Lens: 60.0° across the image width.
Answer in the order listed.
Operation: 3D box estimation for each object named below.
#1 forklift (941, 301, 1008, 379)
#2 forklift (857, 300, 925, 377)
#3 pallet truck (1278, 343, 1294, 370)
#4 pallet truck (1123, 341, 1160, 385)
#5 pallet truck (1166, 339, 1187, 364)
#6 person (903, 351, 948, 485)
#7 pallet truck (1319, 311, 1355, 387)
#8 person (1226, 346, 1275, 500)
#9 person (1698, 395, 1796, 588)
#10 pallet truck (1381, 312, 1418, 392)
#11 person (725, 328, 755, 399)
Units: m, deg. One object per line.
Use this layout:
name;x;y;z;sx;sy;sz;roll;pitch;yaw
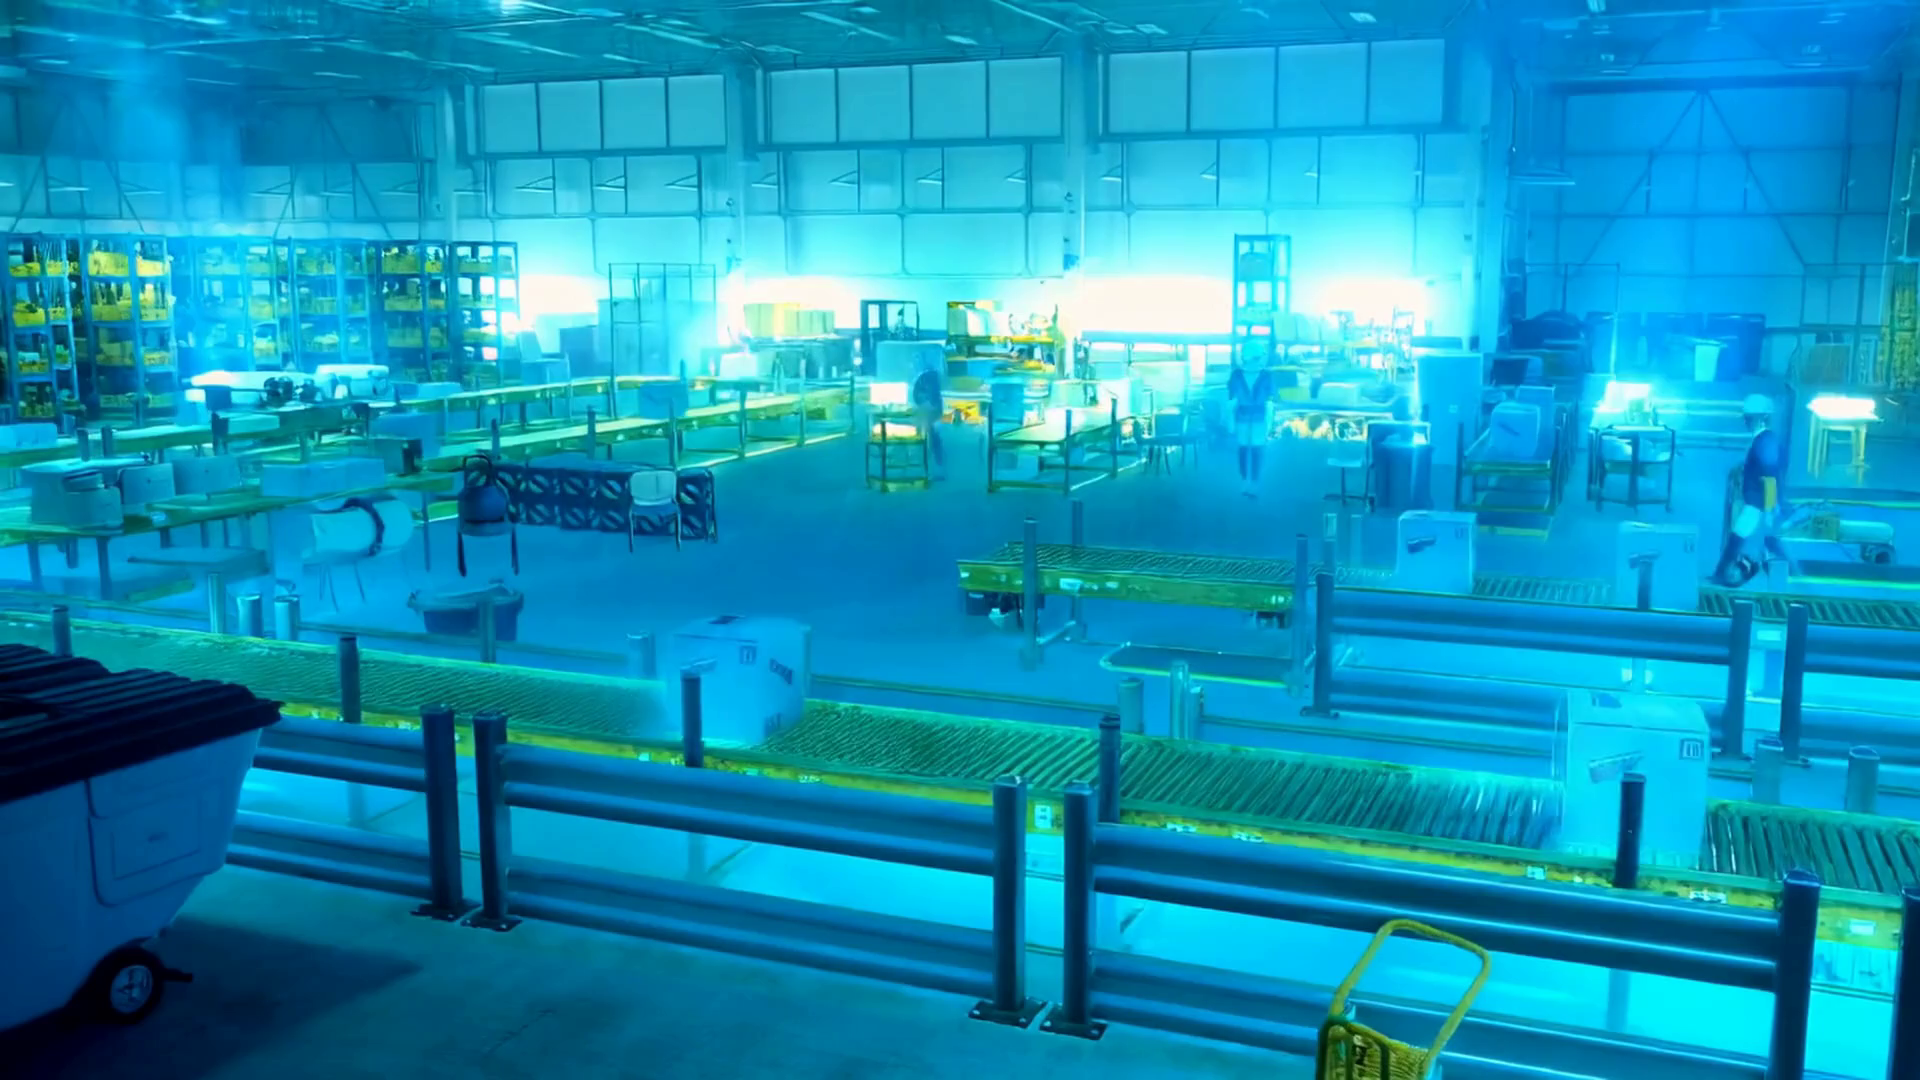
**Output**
forklift;0.365;-4.966;41.571;1.157;1.987;2.680;3;10;20
forklift;-1.732;-5.109;42.468;1.157;1.987;2.680;4;10;22
pallet truck;7.886;-4.163;39.743;0.653;1.274;1.630;4;10;22
pallet truck;4.445;-4.380;41.279;0.680;1.201;1.601;4;10;22
pallet truck;5.418;-4.269;40.420;0.704;1.261;1.522;3;10;20
person;-0.508;-1.698;23.195;0.830;1.851;0.668;-4;10;-23
pallet truck;9.071;-4.419;39.190;0.823;1.965;1.885;5;10;26
person;3.789;-1.533;21.755;0.610;1.991;1.070;2;10;13
person;7.173;-0.361;14.984;1.008;1.876;0.554;4;10;23
pallet truck;10.207;-4.283;38.369;0.823;1.965;1.885;3;10;20
person;-4.506;-3.527;34.563;0.684;1.745;0.531;-1;9;-6
